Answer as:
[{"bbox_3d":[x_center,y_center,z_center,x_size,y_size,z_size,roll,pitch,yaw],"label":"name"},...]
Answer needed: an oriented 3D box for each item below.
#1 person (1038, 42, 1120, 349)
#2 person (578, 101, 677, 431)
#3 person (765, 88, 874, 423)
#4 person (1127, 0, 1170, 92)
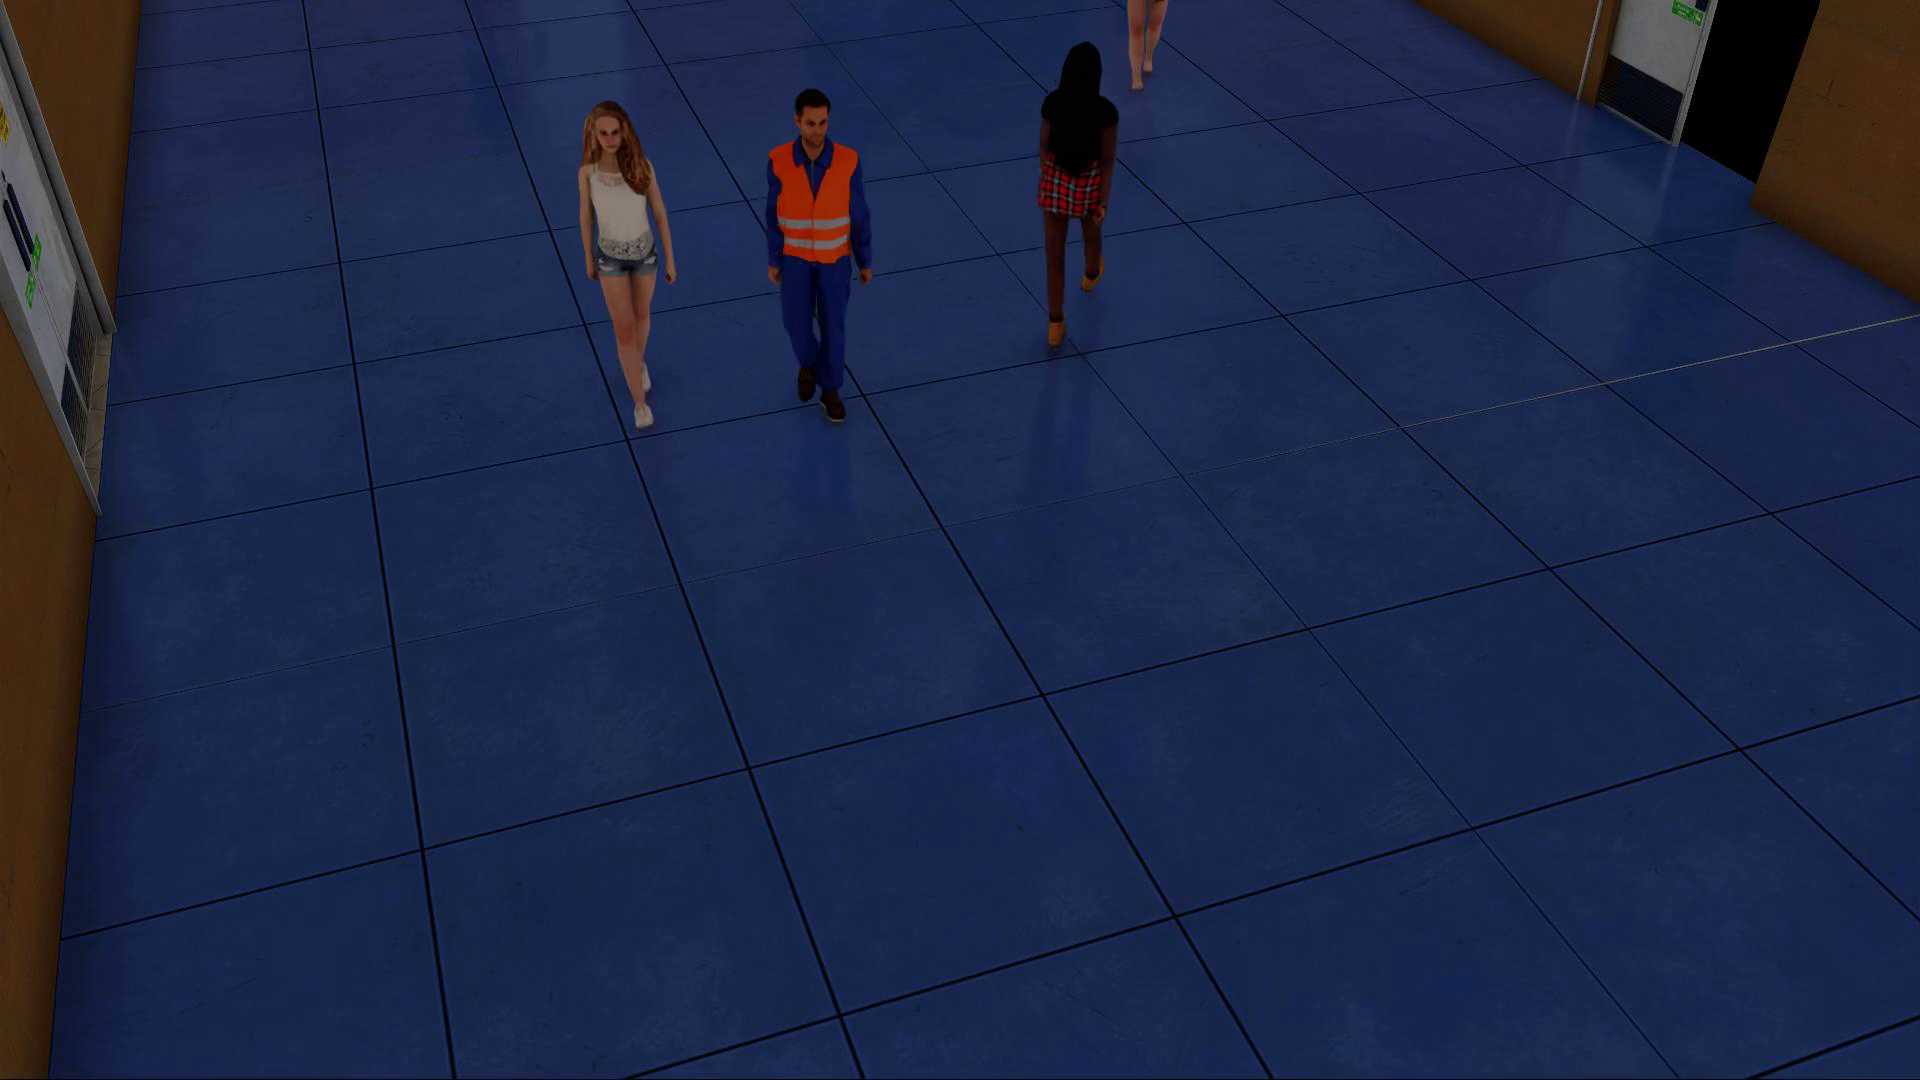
[{"bbox_3d":[0.625,-1.903,9.408,1.203,1.672,1.089,7,37,9],"label":"person"},{"bbox_3d":[-1.778,-1.516,8.846,0.987,1.726,0.678,-11,38,-14],"label":"person"},{"bbox_3d":[-0.763,-1.499,8.719,0.715,1.851,0.822,-6,37,-8],"label":"person"},{"bbox_3d":[1.450,-4.270,12.615,1.042,1.607,0.938,3,37,4],"label":"person"}]
